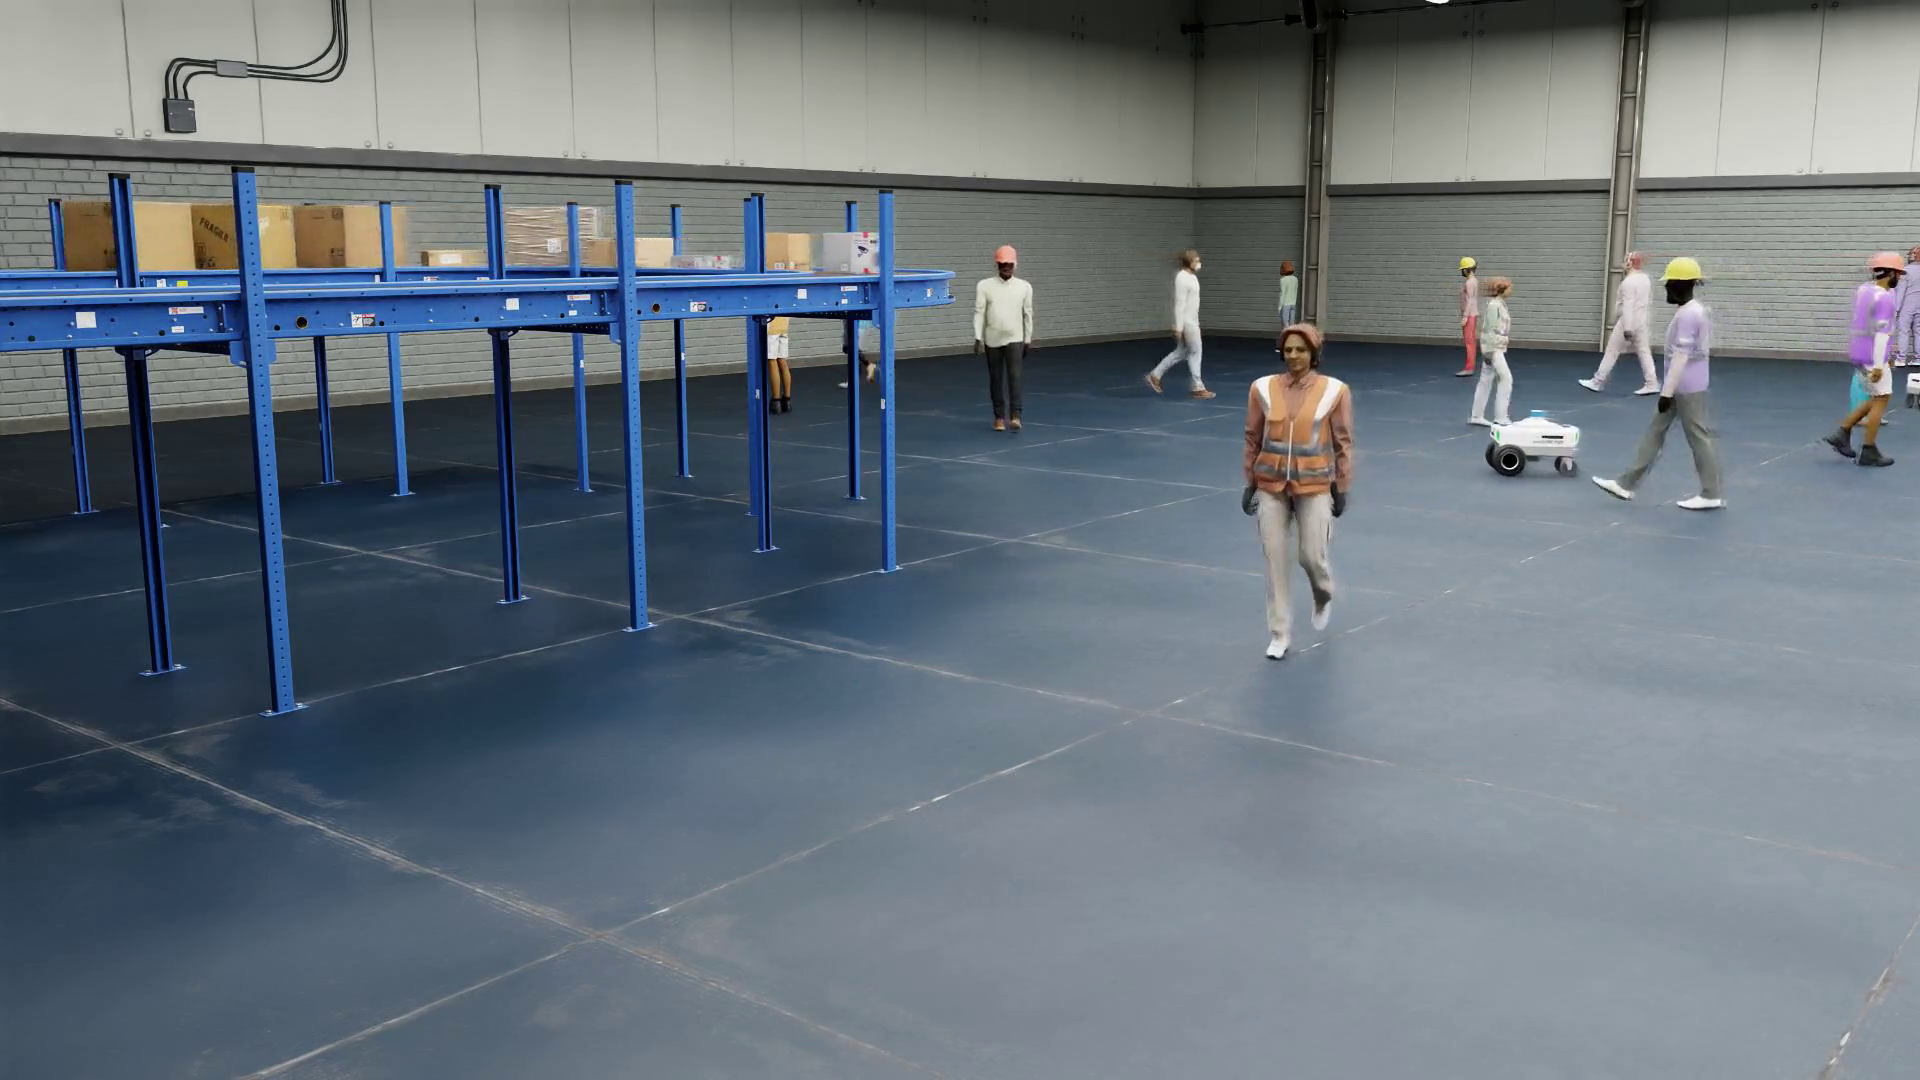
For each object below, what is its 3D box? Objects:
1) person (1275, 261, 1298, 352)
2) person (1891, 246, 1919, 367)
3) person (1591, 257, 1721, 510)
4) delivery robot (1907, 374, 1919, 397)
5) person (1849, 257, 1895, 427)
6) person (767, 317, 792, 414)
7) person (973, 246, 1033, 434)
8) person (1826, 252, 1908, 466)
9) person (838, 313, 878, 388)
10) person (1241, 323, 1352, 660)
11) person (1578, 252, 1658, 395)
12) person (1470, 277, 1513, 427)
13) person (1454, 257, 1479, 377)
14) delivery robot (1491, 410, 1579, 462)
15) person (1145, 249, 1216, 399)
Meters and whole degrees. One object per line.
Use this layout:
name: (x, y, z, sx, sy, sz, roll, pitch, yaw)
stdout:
person: (5.915, -4.218, 30.098, 0.498, 1.633, 0.278, -10, 14, -43)
person: (15.185, -3.719, 26.558, 0.651, 1.913, 0.410, -2, 10, -11)
person: (5.336, -1.176, 12.549, 0.954, 1.876, 0.612, 4, 11, 20)
delivery robot: (11.694, -1.871, 19.943, 0.477, 0.478, 0.707, 0, 10, 2)
person: (9.987, -2.177, 18.201, 0.565, 1.846, 0.390, -7, 12, -32)
person: (-2.207, -2.456, 19.494, 0.375, 1.935, 0.551, 5, 11, 25)
person: (0.452, -2.090, 17.434, 0.621, 1.945, 1.005, 0, 10, 3)
person: (8.266, -1.648, 15.075, 0.514, 1.910, 0.559, 1, 10, 7)
person: (-1.416, -2.932, 22.846, 0.520, 1.686, 0.537, -3, 11, -17)
person: (1.649, -0.252, 8.151, 0.518, 1.627, 0.480, 5, 11, 24)
person: (8.765, -2.844, 21.884, 0.647, 1.850, 1.026, -9, 14, -41)
person: (5.843, -2.022, 17.944, 0.644, 1.612, 0.537, 5, 11, 25)
person: (7.567, -3.327, 24.818, 0.325, 1.760, 0.523, 5, 11, 24)
delivery robot: (5.013, -0.891, 14.510, 0.707, 0.478, 0.477, 2, 10, 9)
person: (2.841, -2.790, 21.426, 0.883, 1.917, 0.629, 3, 11, 14)
